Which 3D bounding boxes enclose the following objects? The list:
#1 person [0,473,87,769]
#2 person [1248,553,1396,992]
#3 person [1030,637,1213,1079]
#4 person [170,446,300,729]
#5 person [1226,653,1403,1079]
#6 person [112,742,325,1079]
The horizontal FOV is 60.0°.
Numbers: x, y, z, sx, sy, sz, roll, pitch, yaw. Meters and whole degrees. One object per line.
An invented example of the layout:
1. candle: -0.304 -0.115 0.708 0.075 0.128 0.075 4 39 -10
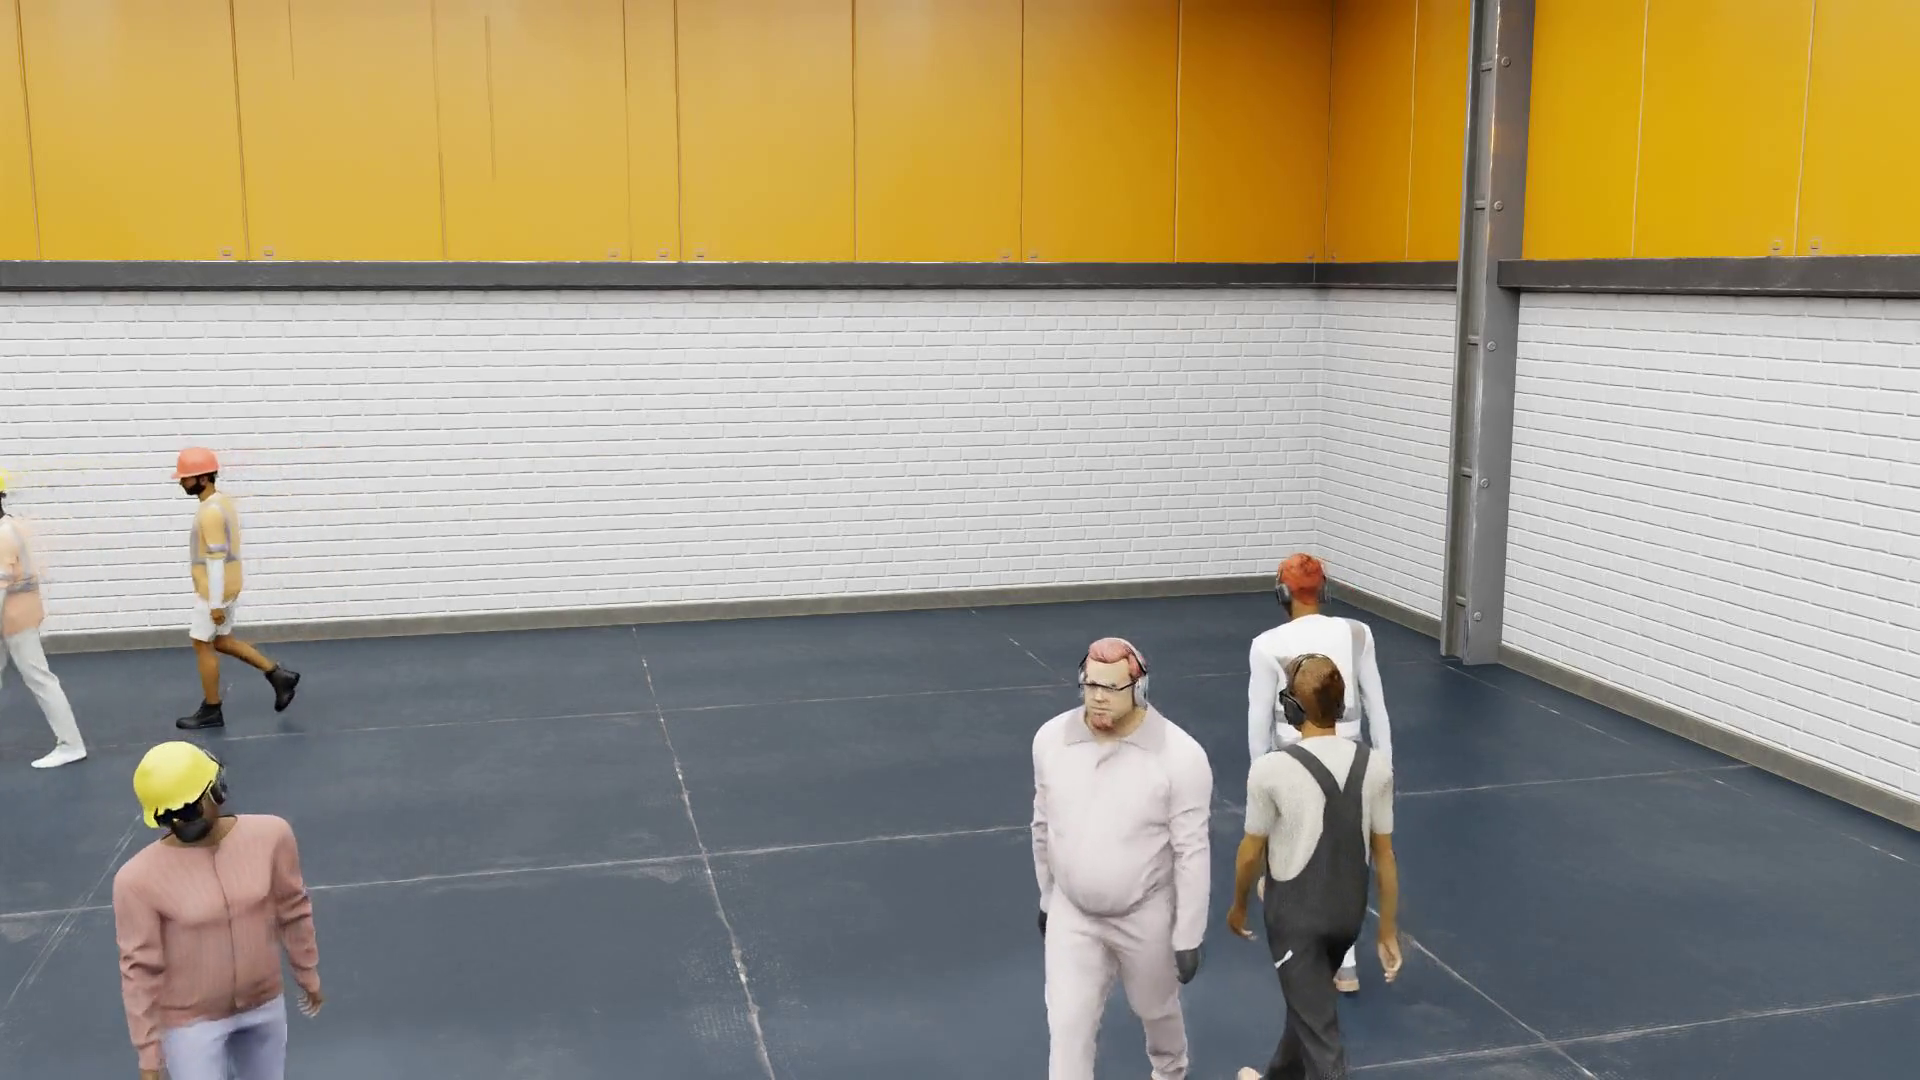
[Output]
1. person: -5.844 0.496 10.019 1.000 1.874 0.612 -5 11 -30
2. person: 1.567 0.962 7.305 0.650 1.811 1.038 -3 9 -16
3. person: 0.537 1.218 5.596 0.650 1.864 1.004 4 10 24
4. person: -4.870 0.314 11.067 0.699 1.910 0.563 -2 9 -14
5. person: 1.172 1.264 5.528 0.494 1.793 0.949 -4 10 -23
6. person: -2.204 1.389 4.964 0.498 1.721 0.606 8 12 40
